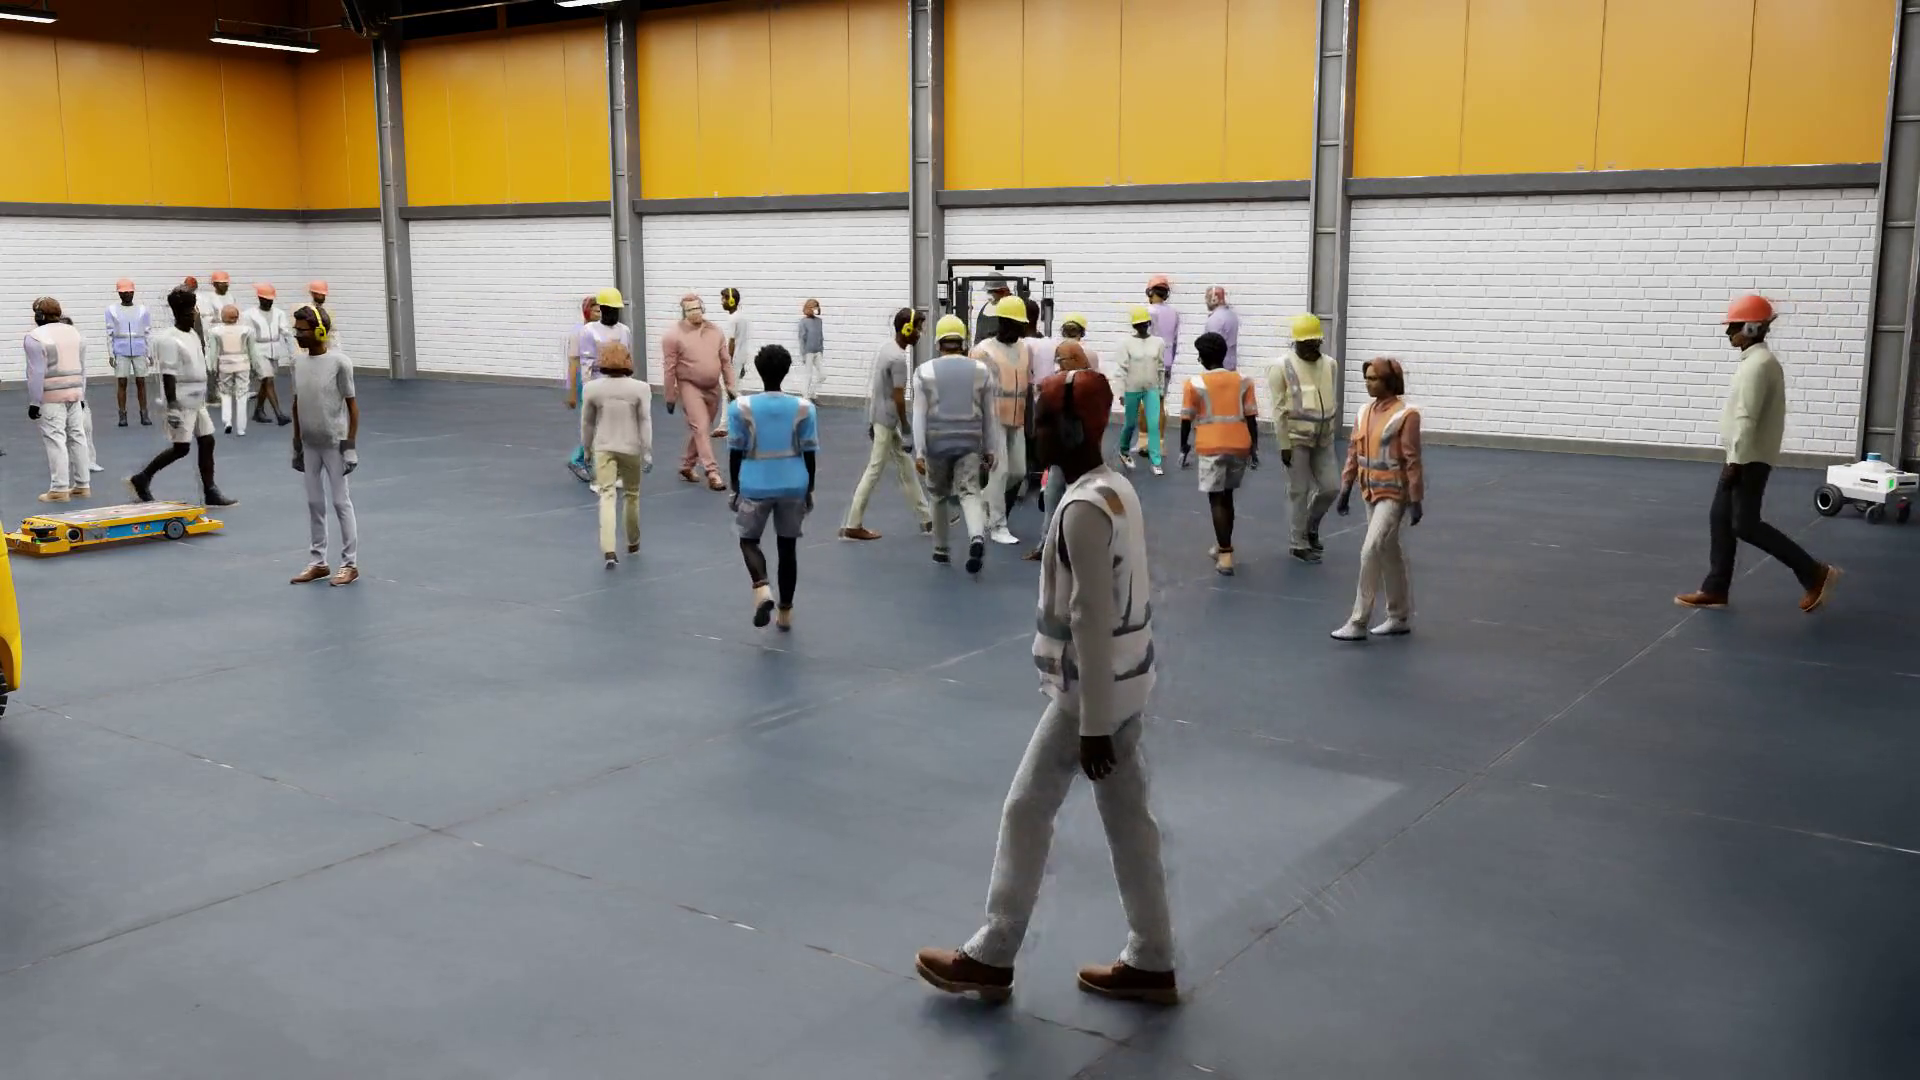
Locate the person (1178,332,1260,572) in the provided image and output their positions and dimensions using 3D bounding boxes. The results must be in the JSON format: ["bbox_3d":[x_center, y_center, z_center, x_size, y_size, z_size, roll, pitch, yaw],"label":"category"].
[{"bbox_3d":[1.807,-0.609,11.652,0.550,1.630,0.728,-3,10,-15],"label":"person"}]

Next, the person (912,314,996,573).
[{"bbox_3d":[-0.026,-0.659,11.534,0.596,1.803,0.811,-2,10,-12],"label":"person"}]

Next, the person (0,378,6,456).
[{"bbox_3d":[-11.097,-1.882,18.526,1.025,1.897,0.642,4,10,22],"label":"person"}]

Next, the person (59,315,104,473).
[{"bbox_3d":[-9.032,-1.464,16.848,0.698,1.614,0.513,6,11,32],"label":"person"}]

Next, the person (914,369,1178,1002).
[{"bbox_3d":[0.251,0.438,4.812,0.876,1.849,0.619,2,10,15],"label":"person"}]

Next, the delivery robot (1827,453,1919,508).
[{"bbox_3d":[7.625,-0.486,13.898,0.477,0.478,0.707,-3,10,-18],"label":"delivery robot"}]

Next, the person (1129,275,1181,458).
[{"bbox_3d":[2.103,-1.912,18.344,0.656,2.007,0.562,-8,12,-39],"label":"person"}]

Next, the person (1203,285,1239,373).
[{"bbox_3d":[2.933,-1.955,18.971,0.417,1.887,0.638,6,11,33],"label":"person"}]

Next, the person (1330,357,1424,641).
[{"bbox_3d":[2.316,-0.224,9.440,0.731,1.608,0.551,-4,10,-21],"label":"person"}]

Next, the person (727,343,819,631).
[{"bbox_3d":[-1.067,-0.283,9.602,0.541,1.687,0.441,-3,10,-15],"label":"person"}]

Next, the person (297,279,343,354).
[{"bbox_3d":[-8.575,-2.555,22.455,0.823,1.903,0.548,5,11,28],"label":"person"}]

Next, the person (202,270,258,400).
[{"bbox_3d":[-11.267,-3.141,25.644,0.932,2.009,0.646,6,11,30],"label":"person"}]

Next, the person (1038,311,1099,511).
[{"bbox_3d":[0.919,-1.062,14.086,0.542,1.744,0.480,6,11,33],"label":"person"}]

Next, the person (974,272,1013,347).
[{"bbox_3d":[0.411,-2.116,19.466,0.673,2.000,0.536,9,13,41],"label":"person"}]

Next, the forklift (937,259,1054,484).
[{"bbox_3d":[0.370,-1.738,16.759,1.214,2.155,2.313,1,10,3],"label":"forklift"}]

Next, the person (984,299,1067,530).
[{"bbox_3d":[0.627,-0.963,13.157,1.016,1.874,0.642,5,11,29],"label":"person"}]

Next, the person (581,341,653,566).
[{"bbox_3d":[-2.464,-0.627,11.936,0.513,1.590,0.846,-1,10,-6],"label":"person"}]

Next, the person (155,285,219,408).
[{"bbox_3d":[-11.318,-2.806,24.289,0.933,1.802,0.538,1,10,7],"label":"person"}]

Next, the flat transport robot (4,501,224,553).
[{"bbox_3d":[-6.530,-0.116,12.817,0.652,0.197,1.431,7,12,35],"label":"flat transport robot"}]

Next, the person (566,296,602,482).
[{"bbox_3d":[-3.582,-1.454,16.152,0.448,1.822,0.580,2,10,13],"label":"person"}]

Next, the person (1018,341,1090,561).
[{"bbox_3d":[0.851,-0.626,11.934,0.779,1.611,0.511,-2,10,-13],"label":"person"}]

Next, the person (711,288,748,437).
[{"bbox_3d":[-2.737,-2.139,20.208,0.785,1.842,0.536,1,10,4],"label":"person"}]

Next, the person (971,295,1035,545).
[{"bbox_3d":[0.290,-0.936,12.847,0.599,1.902,0.615,-8,13,-40],"label":"person"}]

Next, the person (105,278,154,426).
[{"bbox_3d":[-10.876,-2.459,21.810,0.543,1.939,0.361,-6,11,-32],"label":"person"}]

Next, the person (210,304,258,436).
[{"bbox_3d":[-8.961,-2.093,20.560,0.518,1.626,0.377,-3,10,-19],"label":"person"}]

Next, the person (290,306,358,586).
[{"bbox_3d":[-4.246,-0.622,11.091,0.515,1.866,0.333,3,10,19],"label":"person"}]

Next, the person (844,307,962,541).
[{"bbox_3d":[-0.458,-0.883,12.822,0.973,1.800,0.578,-1,10,-6],"label":"person"}]

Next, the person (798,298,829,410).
[{"bbox_3d":[-2.141,-2.698,24.185,0.370,1.617,0.521,7,12,37],"label":"person"}]

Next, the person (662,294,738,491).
[{"bbox_3d":[-2.491,-1.426,15.920,0.641,1.856,0.989,-8,13,-40],"label":"person"}]

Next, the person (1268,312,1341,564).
[{"bbox_3d":[2.464,-0.717,11.851,0.591,1.802,0.422,-4,10,-23],"label":"person"}]

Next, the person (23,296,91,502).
[{"bbox_3d":[-8.142,-1.262,14.974,0.430,1.843,0.625,3,10,15],"label":"person"}]

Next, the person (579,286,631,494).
[{"bbox_3d":[-3.267,-1.398,15.536,0.386,1.922,0.594,7,12,35],"label":"person"}]

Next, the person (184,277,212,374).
[{"bbox_3d":[-13.455,-3.681,29.256,0.354,1.883,0.572,8,12,39],"label":"person"}]

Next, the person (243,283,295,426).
[{"bbox_3d":[-9.135,-2.441,21.951,1.034,1.874,0.566,8,12,39],"label":"person"}]

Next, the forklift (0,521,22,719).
[{"bbox_3d":[-5.296,-0.090,6.943,1.214,2.155,2.313,7,12,35],"label":"forklift"}]

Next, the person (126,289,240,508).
[{"bbox_3d":[-6.786,-1.200,14.375,0.808,1.932,0.650,0,10,-1],"label":"person"}]

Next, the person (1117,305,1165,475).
[{"bbox_3d":[1.840,-1.552,17.082,0.532,1.720,0.891,-2,10,-14],"label":"person"}]

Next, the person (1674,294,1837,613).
[{"bbox_3d":[4.884,-0.505,10.106,0.803,1.968,0.619,4,10,21],"label":"person"}]
